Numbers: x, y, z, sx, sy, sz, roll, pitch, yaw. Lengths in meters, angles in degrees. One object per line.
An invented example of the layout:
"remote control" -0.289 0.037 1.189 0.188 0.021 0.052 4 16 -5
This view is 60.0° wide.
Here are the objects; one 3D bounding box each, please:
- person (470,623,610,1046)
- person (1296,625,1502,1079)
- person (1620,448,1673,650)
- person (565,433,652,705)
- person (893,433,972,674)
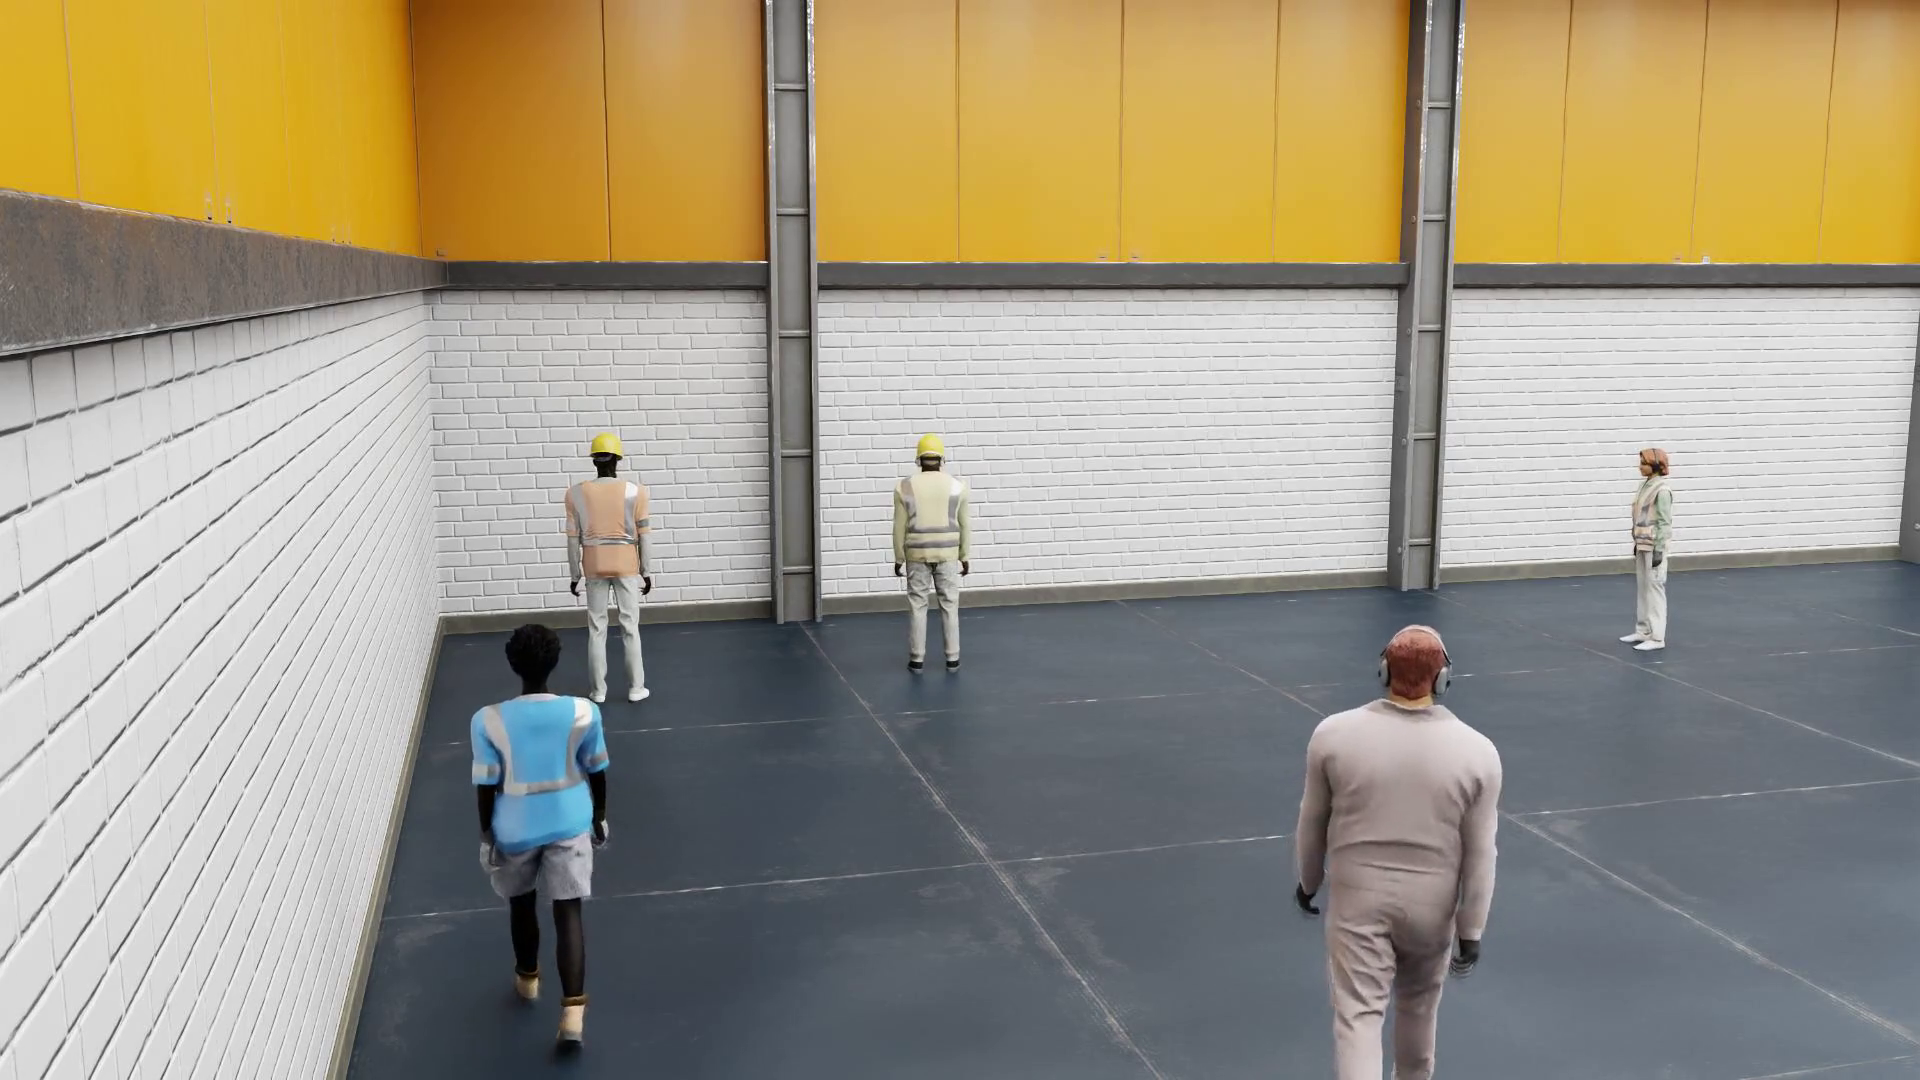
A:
"person" -1.651 1.152 6.622 0.534 1.658 0.863 -3 10 -19
"person" 1.467 1.211 5.639 0.647 1.865 0.980 2 9 13
"person" 5.576 0.071 13.435 0.309 1.636 0.522 1 9 4
"person" -2.464 0.207 11.715 0.585 1.916 0.387 -1 9 -6
"person" -0.213 0.104 12.629 0.600 1.827 0.404 -1 9 -5
